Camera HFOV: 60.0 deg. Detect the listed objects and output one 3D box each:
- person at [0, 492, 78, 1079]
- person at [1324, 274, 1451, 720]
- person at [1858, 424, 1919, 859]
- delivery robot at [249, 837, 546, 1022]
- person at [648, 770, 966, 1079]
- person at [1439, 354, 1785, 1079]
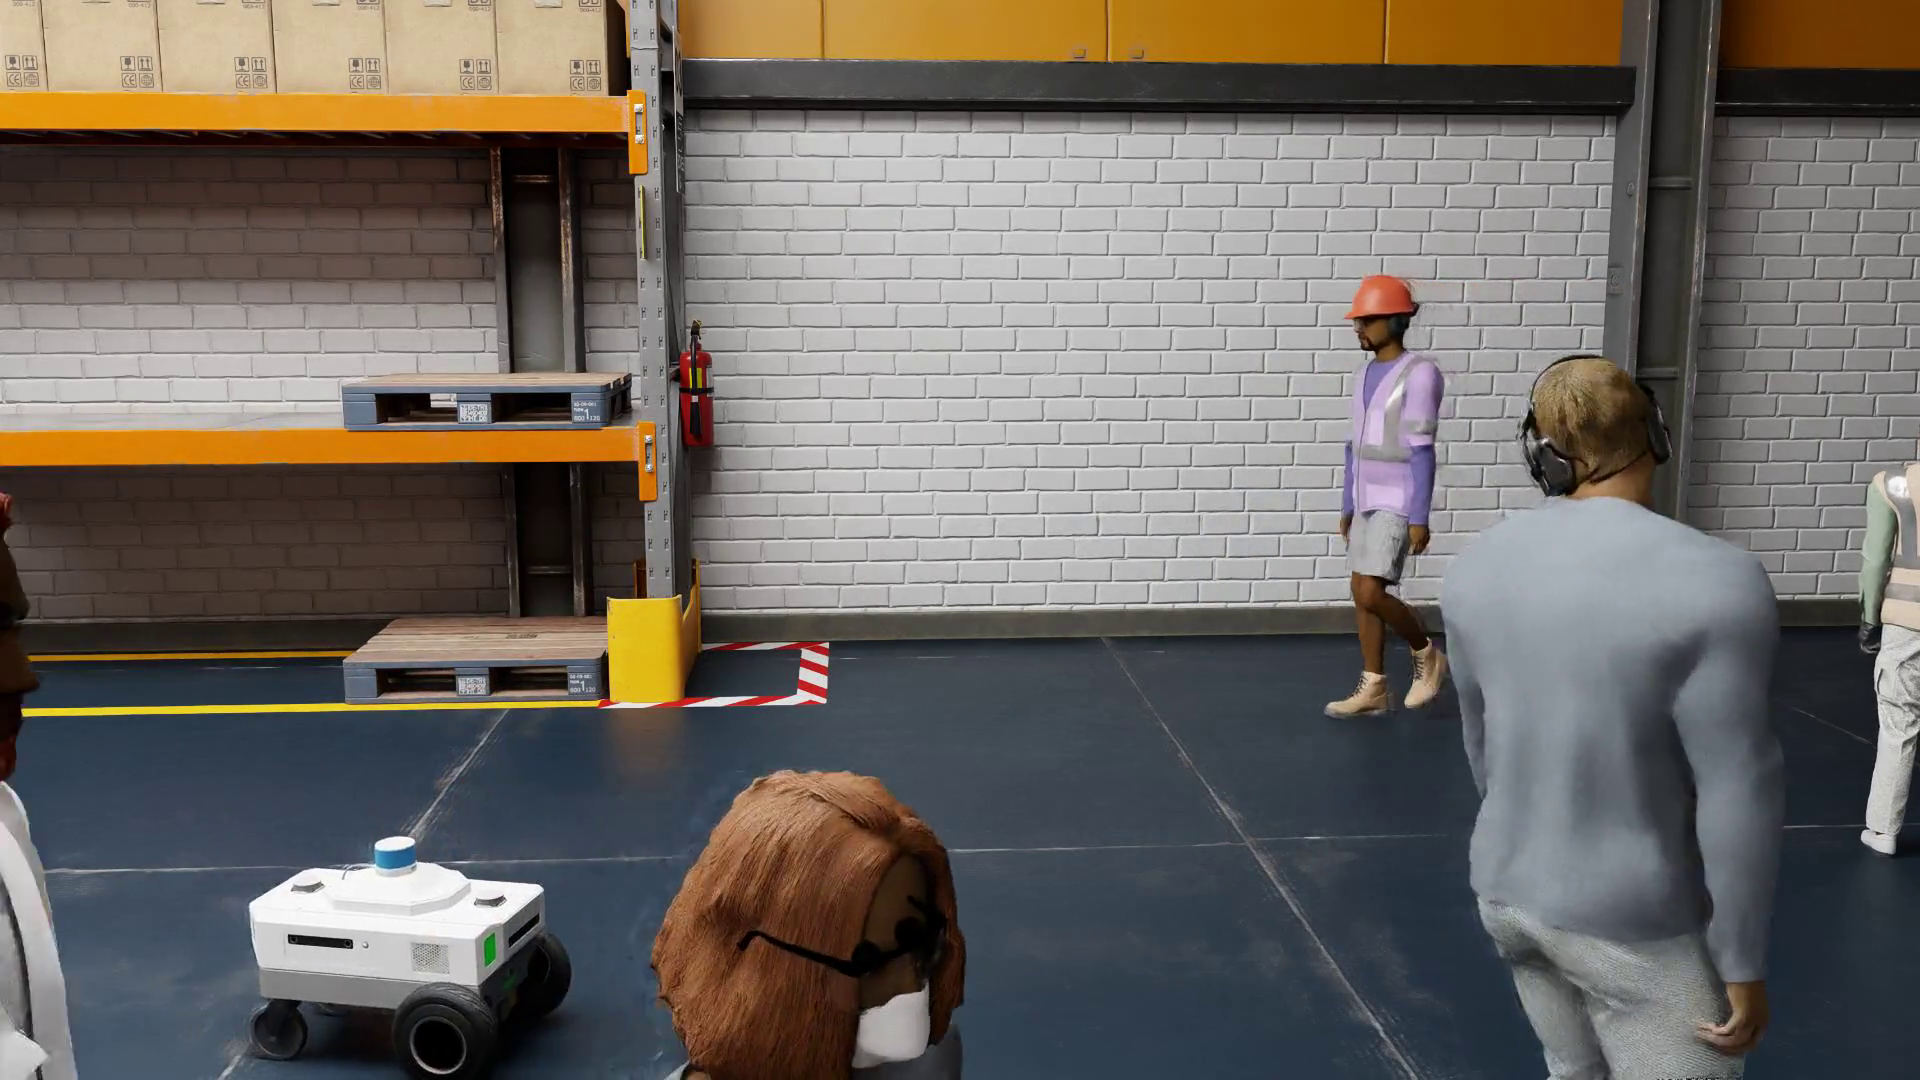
[{"bbox_3d":[-0.989,0.854,1.519,0.499,1.881,0.647,-2,9,-10],"label":"person"},{"bbox_3d":[1.927,-0.172,7.483,0.490,2.023,0.628,-3,9,-17],"label":"person"},{"bbox_3d":[3.360,0.305,5.704,0.510,1.639,0.308,4,10,25],"label":"person"},{"bbox_3d":[-1.460,1.017,4.326,0.707,0.478,0.477,2,9,11],"label":"delivery robot"},{"bbox_3d":[-0.206,0.974,1.576,0.469,1.615,0.536,6,11,33],"label":"person"},{"bbox_3d":[1.095,0.633,2.850,0.405,1.892,0.677,-5,10,-28],"label":"person"}]
